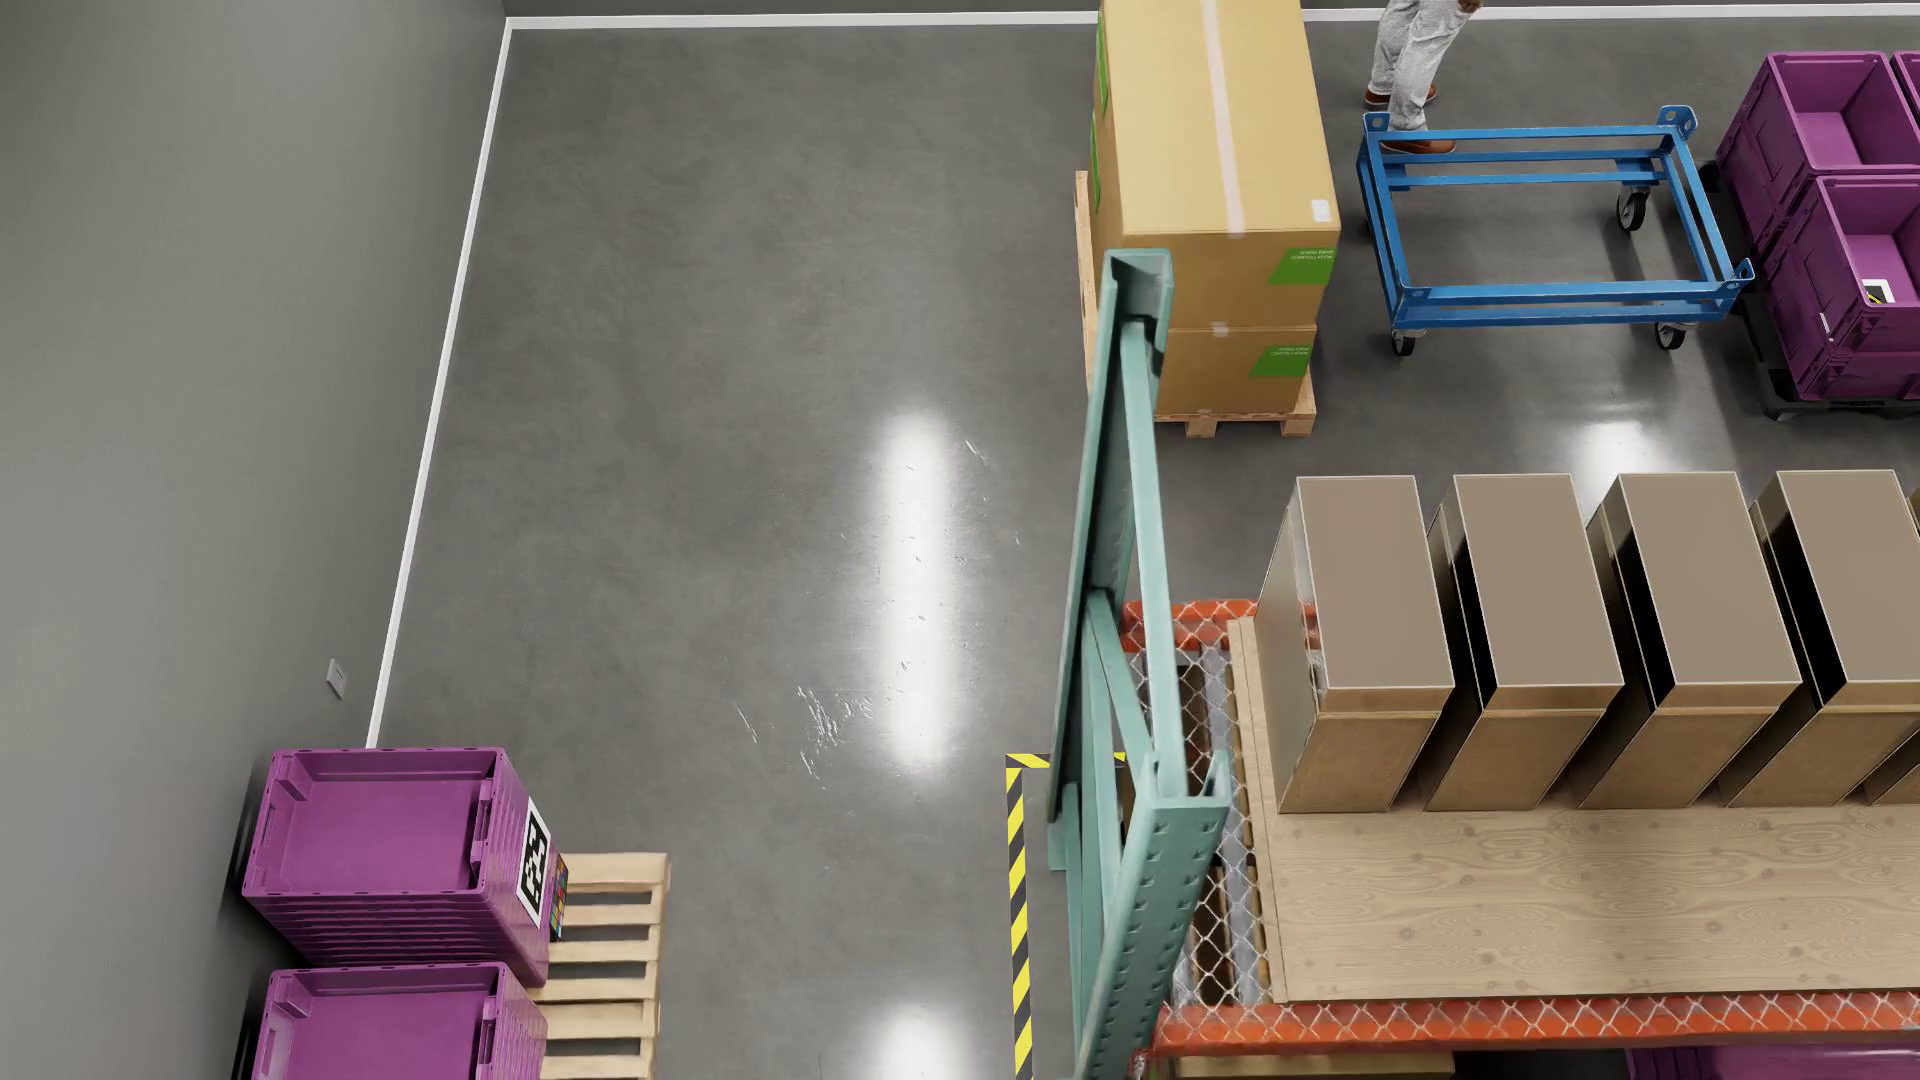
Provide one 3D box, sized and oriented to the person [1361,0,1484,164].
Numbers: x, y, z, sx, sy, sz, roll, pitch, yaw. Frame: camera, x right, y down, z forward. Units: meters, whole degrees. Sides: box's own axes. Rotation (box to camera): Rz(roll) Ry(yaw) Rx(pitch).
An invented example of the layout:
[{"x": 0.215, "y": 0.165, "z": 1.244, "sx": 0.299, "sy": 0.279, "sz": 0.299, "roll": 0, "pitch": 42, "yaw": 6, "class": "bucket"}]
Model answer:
[{"x": 1.825, "y": -2.233, "z": 6.071, "sx": 0.364, "sy": 1.939, "sz": 0.636, "roll": -3, "pitch": 58, "yaw": -2, "class": "person"}]
